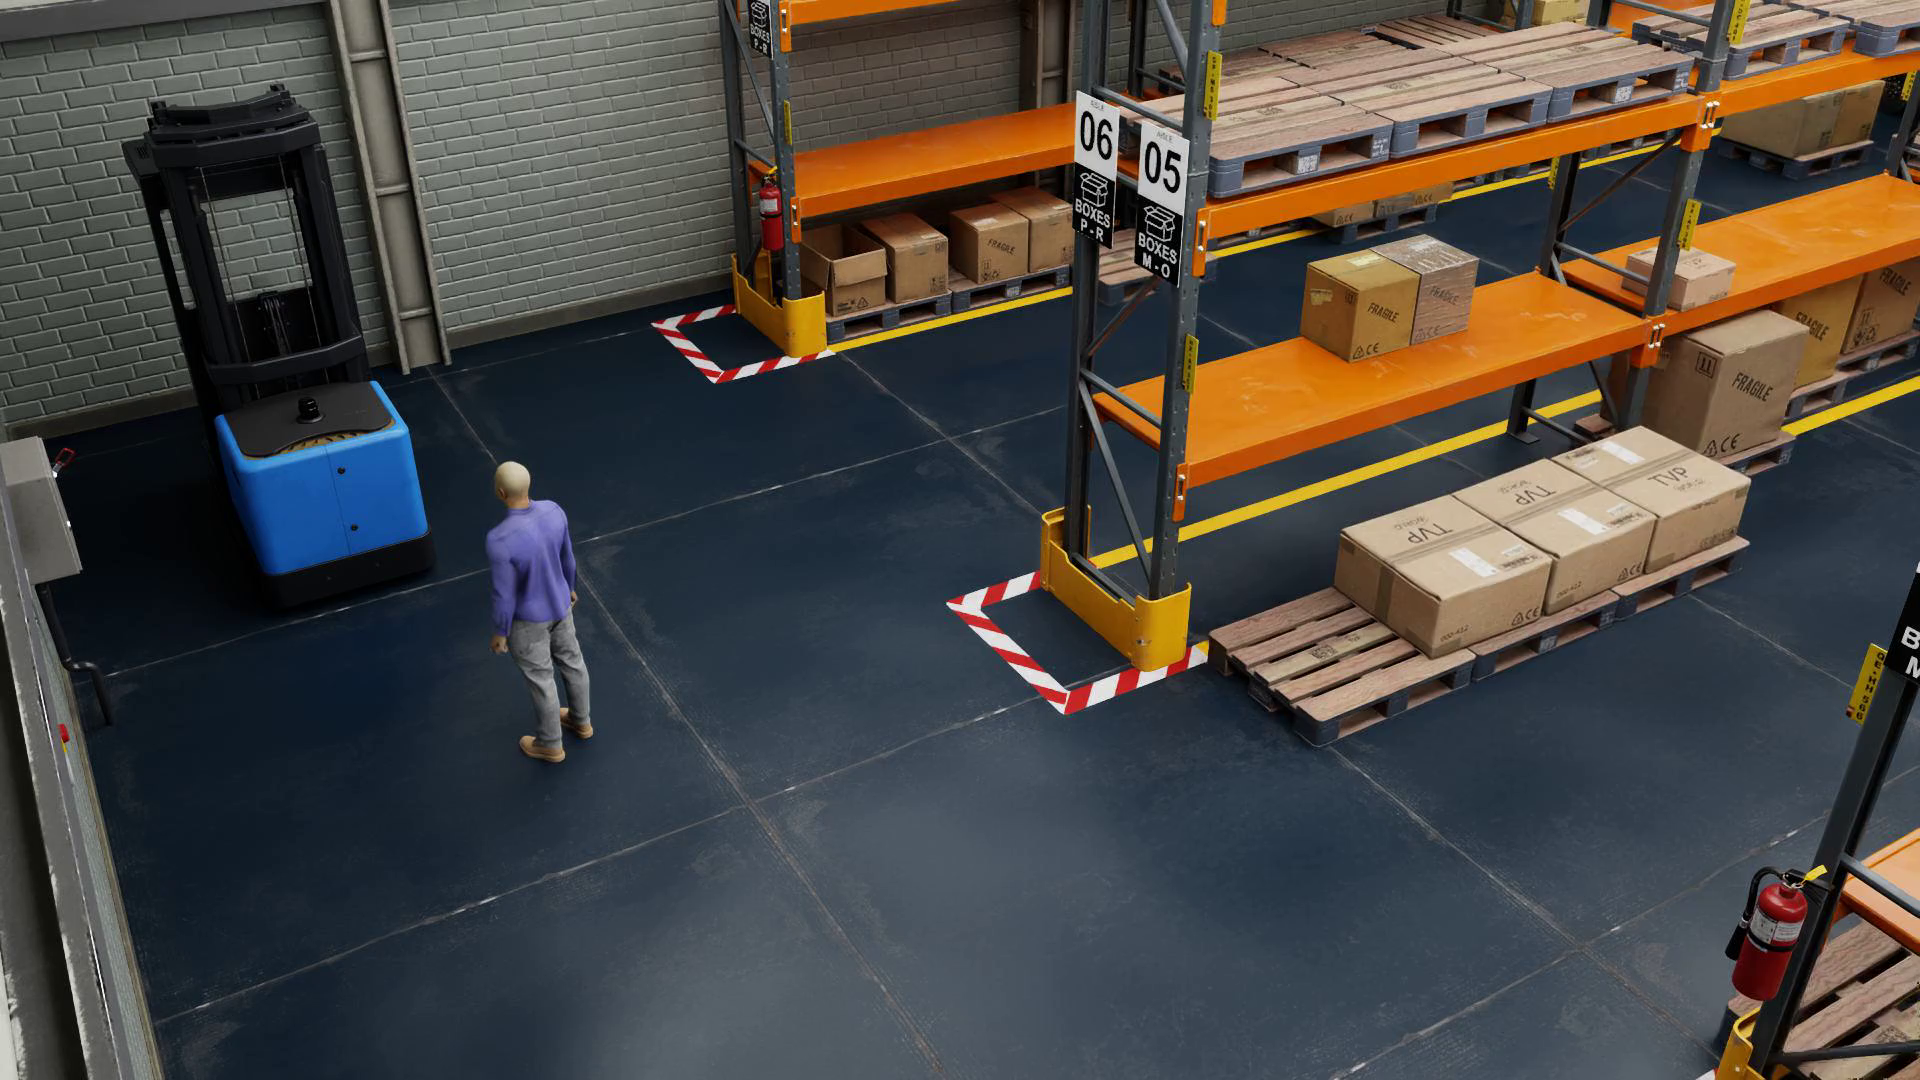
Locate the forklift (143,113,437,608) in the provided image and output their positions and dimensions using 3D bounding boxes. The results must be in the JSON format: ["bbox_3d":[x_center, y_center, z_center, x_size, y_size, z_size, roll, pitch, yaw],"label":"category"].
[{"bbox_3d":[-4.289,-1.259,10.509,1.129,2.768,1.873,-17,36,-26],"label":"forklift"}]

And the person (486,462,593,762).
[{"bbox_3d":[-2.238,0.392,8.852,0.398,1.800,0.594,20,37,28],"label":"person"}]

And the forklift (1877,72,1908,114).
[{"bbox_3d":[11.468,-5.645,18.244,1.214,2.155,2.313,-17,36,-26],"label":"forklift"}]
